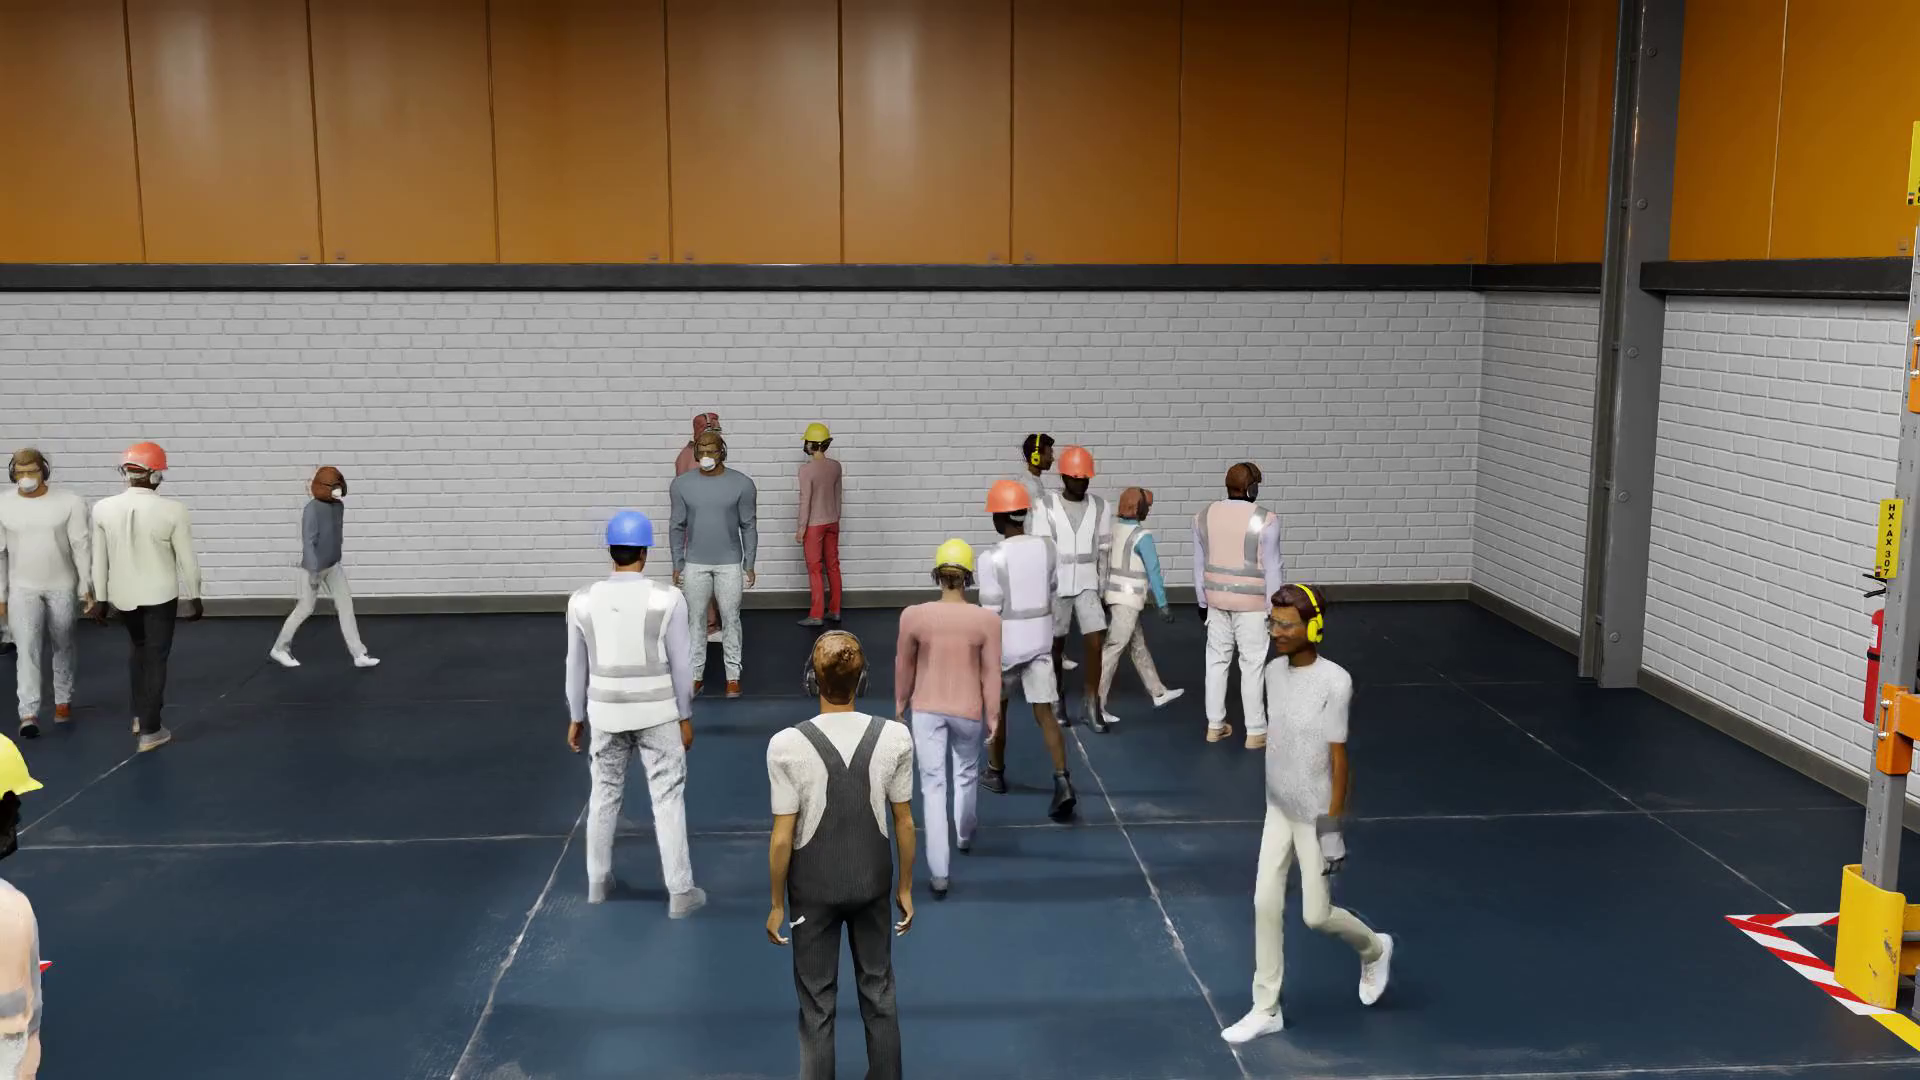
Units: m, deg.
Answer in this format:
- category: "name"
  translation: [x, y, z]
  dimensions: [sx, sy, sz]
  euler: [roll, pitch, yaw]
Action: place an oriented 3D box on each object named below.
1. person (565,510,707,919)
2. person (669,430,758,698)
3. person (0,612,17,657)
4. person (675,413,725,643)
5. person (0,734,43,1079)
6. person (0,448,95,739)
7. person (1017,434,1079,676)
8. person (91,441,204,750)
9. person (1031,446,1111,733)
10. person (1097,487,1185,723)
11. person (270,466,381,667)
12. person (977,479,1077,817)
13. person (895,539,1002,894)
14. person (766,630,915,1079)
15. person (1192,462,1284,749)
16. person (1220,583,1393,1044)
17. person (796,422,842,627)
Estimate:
- category: "person"
  translation: [-1.564, 0.819, 7.956]
  dimensions: [0.620, 1.940, 0.417]
  euler: [2, 9, 10]
- category: "person"
  translation: [-1.763, 0.177, 11.927]
  dimensions: [0.630, 1.938, 0.366]
  euler: [0, 9, 0]
- category: "person"
  translation: [-7.783, 0.107, 12.899]
  dimensions: [0.598, 1.769, 1.005]
  euler: [5, 11, 31]
- category: "person"
  translation: [-2.091, -0.104, 13.794]
  dimensions: [0.403, 1.906, 0.652]
  euler: [-6, 11, -34]
- category: "person"
  translation: [-2.543, 1.417, 4.344]
  dimensions: [0.604, 1.869, 0.997]
  euler: [5, 10, 27]
- category: "person"
  translation: [-6.065, 0.349, 10.999]
  dimensions: [0.636, 1.892, 0.990]
  euler: [-5, 10, -26]
- category: "person"
  translation: [0.651, 0.120, 12.584]
  dimensions: [0.499, 1.847, 0.530]
  euler: [1, 9, 5]
- category: "person"
  translation: [-5.217, 0.346, 10.750]
  dimensions: [0.635, 1.966, 0.594]
  euler: [0, 9, -1]
- category: "person"
  translation: [0.743, 0.338, 11.011]
  dimensions: [0.570, 1.912, 0.701]
  euler: [-1, 9, -9]
- category: "person"
  translation: [1.209, 0.441, 11.339]
  dimensions: [0.887, 1.587, 0.555]
  euler: [-4, 10, -21]
- category: "person"
  translation: [-4.939, 0.212, 12.820]
  dimensions: [0.864, 1.583, 0.543]
  euler: [2, 9, 14]
- category: "person"
  translation: [0.369, 0.605, 9.401]
  dimensions: [0.551, 1.900, 0.965]
  euler: [-4, 10, -24]
- category: "person"
  translation: [-0.059, 0.849, 8.382]
  dimensions: [0.539, 1.718, 0.898]
  euler: [0, 9, 0]
- category: "person"
  translation: [-0.406, 1.216, 5.694]
  dimensions: [0.517, 1.844, 0.329]
  euler: [-3, 9, -18]
- category: "person"
  translation: [1.803, 0.415, 10.732]
  dimensions: [0.624, 1.845, 0.430]
  euler: [7, 12, 39]
- category: "person"
  translation: [1.412, 1.070, 6.608]
  dimensions: [0.748, 1.852, 0.526]
  euler: [-6, 11, -31]
- category: "person"
  translation: [-1.226, -0.132, 14.398]
  dimensions: [0.304, 1.770, 0.533]
  euler: [7, 11, 36]
